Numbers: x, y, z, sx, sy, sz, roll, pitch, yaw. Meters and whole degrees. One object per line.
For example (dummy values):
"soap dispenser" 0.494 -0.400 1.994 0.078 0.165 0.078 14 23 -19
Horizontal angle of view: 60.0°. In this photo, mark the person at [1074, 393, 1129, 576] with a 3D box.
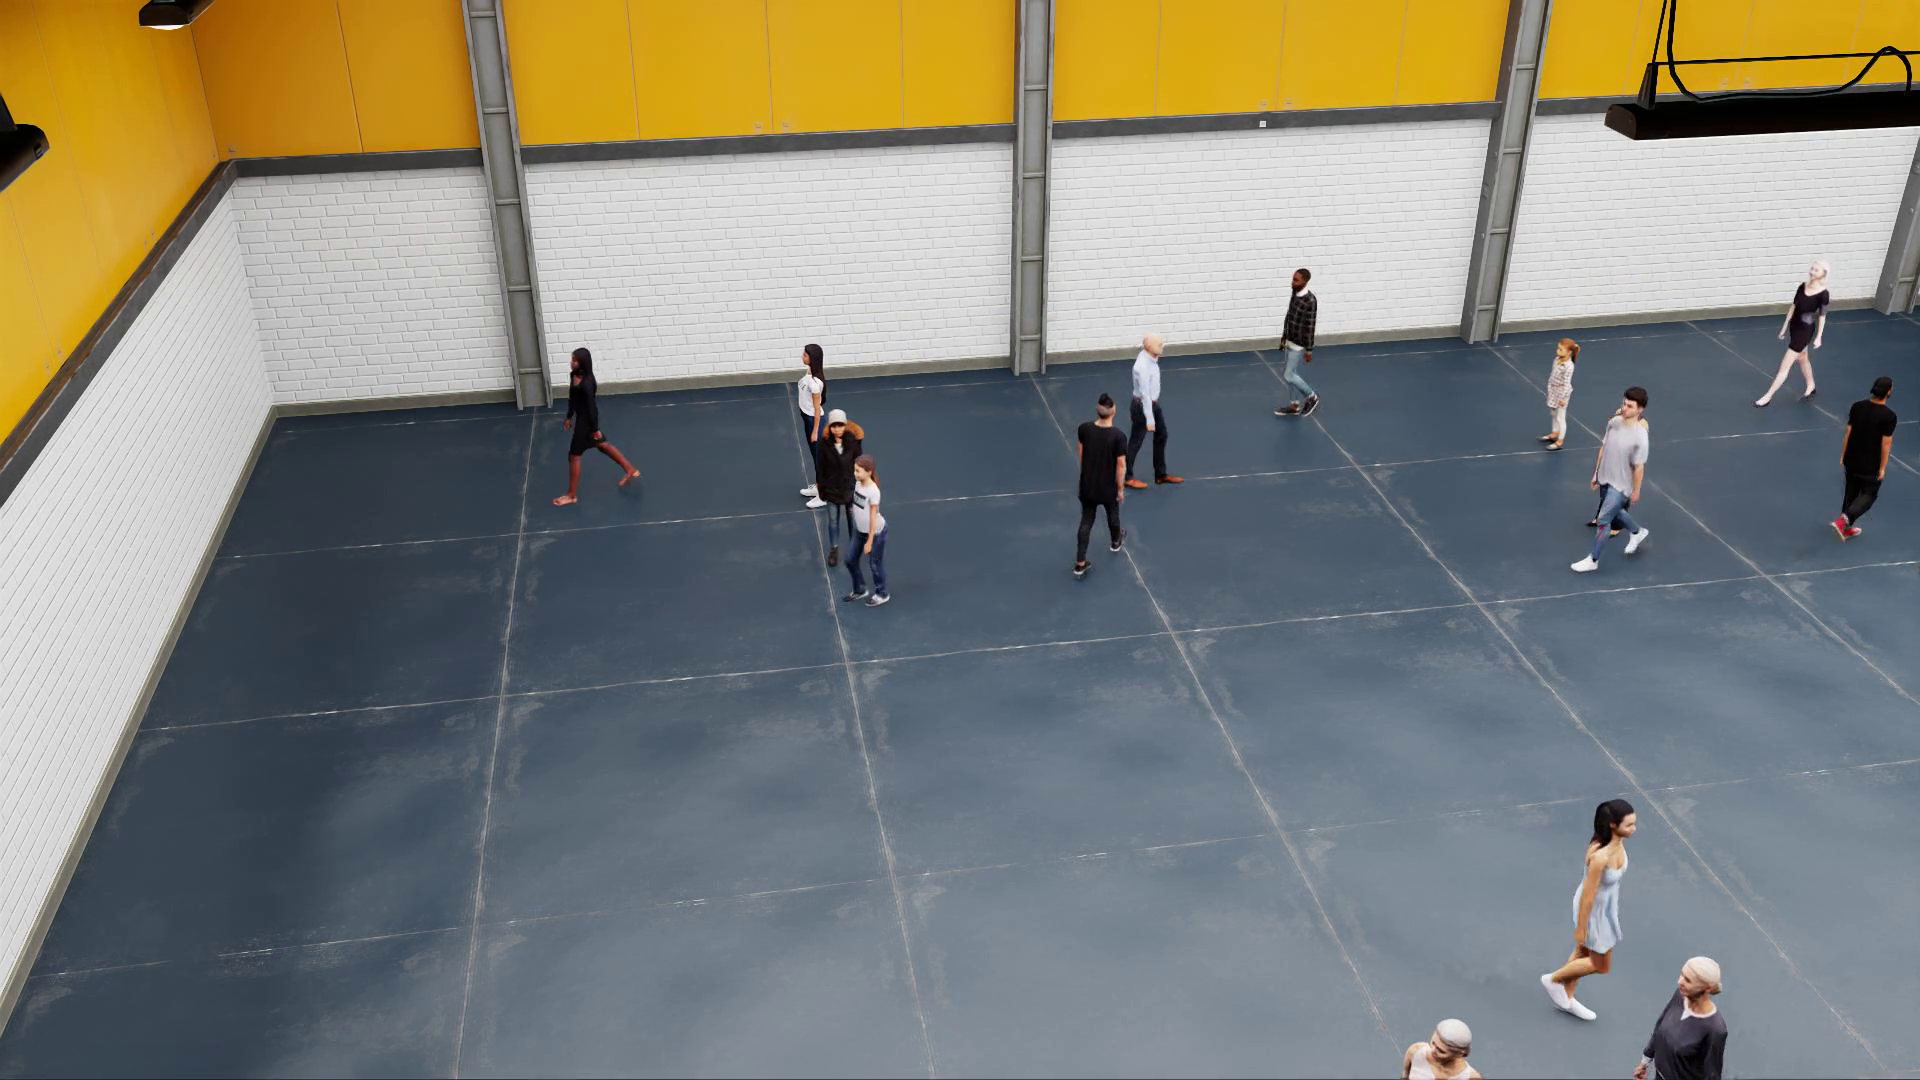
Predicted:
"person" 1.297 -0.522 15.911 1.210 1.820 1.225 15 32 25

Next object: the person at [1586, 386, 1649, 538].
"person" 6.636 -0.798 16.645 0.579 1.603 0.622 -11 30 -19

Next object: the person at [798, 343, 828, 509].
"person" -1.496 -1.199 17.200 0.517 1.775 0.596 -6 29 -11

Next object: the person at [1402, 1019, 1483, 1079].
"person" 2.596 3.246 9.124 0.686 1.705 0.717 25 37 38

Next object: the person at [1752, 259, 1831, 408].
"person" 9.868 -2.387 19.373 1.215 1.779 0.726 -10 30 -17

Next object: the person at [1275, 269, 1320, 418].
"person" 3.978 -2.268 19.123 0.705 1.809 0.670 -5 29 -10

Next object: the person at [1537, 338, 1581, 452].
"person" 6.681 -1.639 18.496 0.497 1.306 0.546 -2 29 -4

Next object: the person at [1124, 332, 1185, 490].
"person" 1.868 -1.358 17.496 1.031 1.771 0.904 9 30 16

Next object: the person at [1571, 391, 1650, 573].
"person" 6.398 -0.580 15.982 1.192 1.855 0.759 -9 30 -16

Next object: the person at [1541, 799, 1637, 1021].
"person" 4.009 2.359 10.731 0.818 1.723 0.759 18 34 30

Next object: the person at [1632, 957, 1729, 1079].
"person" 4.183 3.054 9.468 0.595 1.713 0.628 -5 29 -10

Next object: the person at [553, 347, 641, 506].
"person" -3.797 -1.212 17.326 1.272 1.676 0.858 -13 31 -22

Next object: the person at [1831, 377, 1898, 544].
"person" 8.869 -0.755 16.421 0.941 1.742 0.819 -13 31 -23

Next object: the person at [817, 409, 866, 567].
"person" -1.134 -0.527 16.117 0.535 1.631 0.700 -3 29 -6

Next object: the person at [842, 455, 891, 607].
"person" -0.777 -0.099 15.420 0.759 1.549 0.676 -21 35 -33
